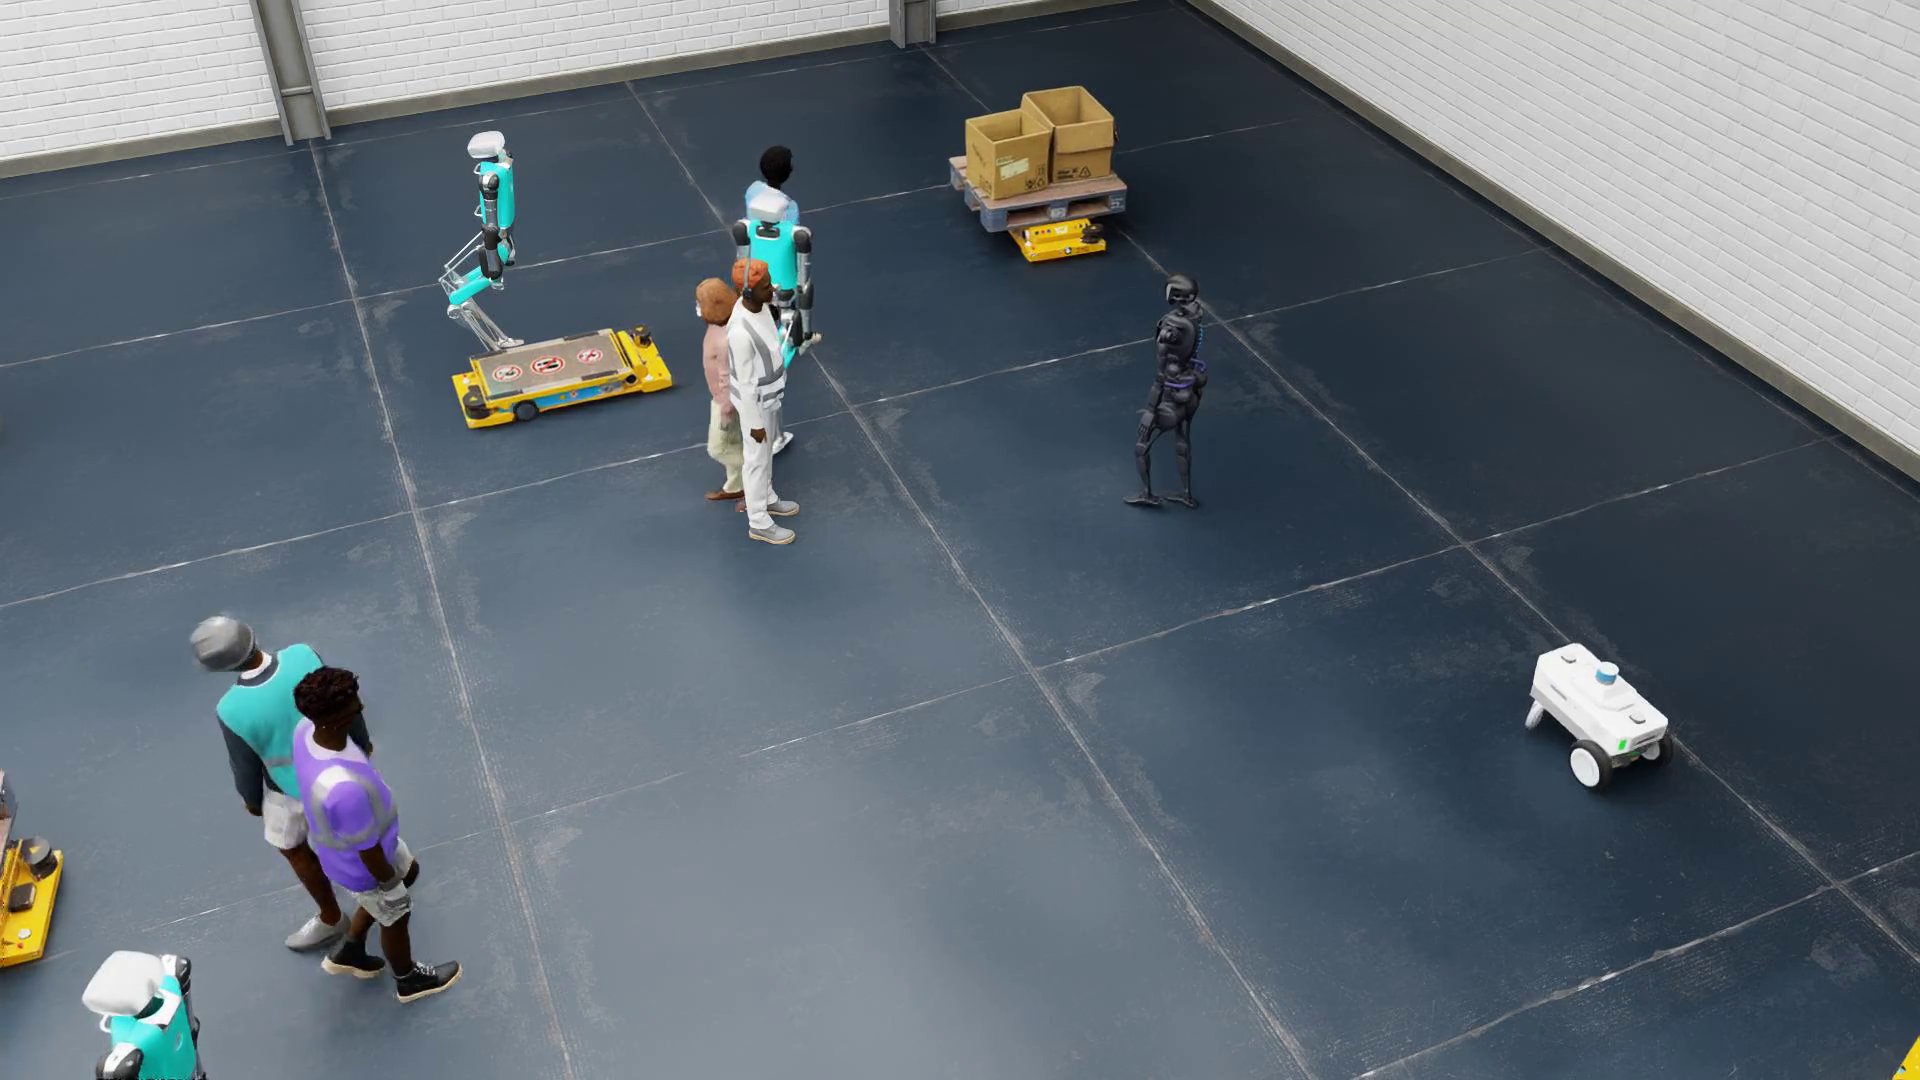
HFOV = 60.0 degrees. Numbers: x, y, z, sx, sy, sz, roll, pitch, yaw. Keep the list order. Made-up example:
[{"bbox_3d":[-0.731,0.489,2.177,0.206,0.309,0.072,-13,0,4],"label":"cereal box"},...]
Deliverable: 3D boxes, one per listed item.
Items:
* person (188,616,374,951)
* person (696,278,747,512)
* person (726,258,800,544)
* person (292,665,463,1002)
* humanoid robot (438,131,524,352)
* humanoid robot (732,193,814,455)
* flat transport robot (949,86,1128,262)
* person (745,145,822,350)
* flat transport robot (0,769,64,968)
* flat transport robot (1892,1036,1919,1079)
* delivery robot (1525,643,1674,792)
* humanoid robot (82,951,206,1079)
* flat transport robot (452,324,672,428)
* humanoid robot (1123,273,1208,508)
[{"bbox_3d":[-2.951,1.050,7.579,0.419,1.895,0.708,30,46,33],"label":"person"},{"bbox_3d":[-1.464,-0.886,10.314,0.352,1.629,0.501,-6,38,-8],"label":"person"},{"bbox_3d":[-1.201,-0.845,10.051,0.355,1.882,0.573,2,38,3],"label":"person"},{"bbox_3d":[-2.577,1.323,7.178,0.465,1.952,0.605,-19,41,-23],"label":"person"},{"bbox_3d":[-3.389,-2.026,11.596,0.735,1.677,0.533,0,38,0],"label":"humanoid robot"},{"bbox_3d":[-1.258,-1.253,10.778,0.531,1.855,0.791,10,39,13],"label":"humanoid robot"},{"bbox_3d":[0.649,-2.753,13.857,0.659,0.231,1.431,-12,39,-15],"label":"flat transport robot"},{"bbox_3d":[-1.343,-1.956,11.678,0.779,1.661,0.553,-24,44,-28],"label":"person"},{"bbox_3d":[-5.093,1.830,7.892,1.431,0.231,0.659,-9,38,-11],"label":"flat transport robot"},{"bbox_3d":[4.614,2.614,6.871,1.431,0.231,0.659,31,47,34],"label":"flat transport robot"},{"bbox_3d":[3.391,0.935,8.837,0.523,0.613,0.784,-16,40,-20],"label":"delivery robot"},{"bbox_3d":[-3.140,2.221,6.256,0.806,1.857,0.548,1,38,2],"label":"humanoid robot"},{"bbox_3d":[-2.828,-1.168,11.794,1.431,0.231,0.659,-14,40,-18],"label":"flat transport robot"},{"bbox_3d":[1.329,-0.917,10.314,0.453,1.643,0.586,20,42,24],"label":"humanoid robot"}]
